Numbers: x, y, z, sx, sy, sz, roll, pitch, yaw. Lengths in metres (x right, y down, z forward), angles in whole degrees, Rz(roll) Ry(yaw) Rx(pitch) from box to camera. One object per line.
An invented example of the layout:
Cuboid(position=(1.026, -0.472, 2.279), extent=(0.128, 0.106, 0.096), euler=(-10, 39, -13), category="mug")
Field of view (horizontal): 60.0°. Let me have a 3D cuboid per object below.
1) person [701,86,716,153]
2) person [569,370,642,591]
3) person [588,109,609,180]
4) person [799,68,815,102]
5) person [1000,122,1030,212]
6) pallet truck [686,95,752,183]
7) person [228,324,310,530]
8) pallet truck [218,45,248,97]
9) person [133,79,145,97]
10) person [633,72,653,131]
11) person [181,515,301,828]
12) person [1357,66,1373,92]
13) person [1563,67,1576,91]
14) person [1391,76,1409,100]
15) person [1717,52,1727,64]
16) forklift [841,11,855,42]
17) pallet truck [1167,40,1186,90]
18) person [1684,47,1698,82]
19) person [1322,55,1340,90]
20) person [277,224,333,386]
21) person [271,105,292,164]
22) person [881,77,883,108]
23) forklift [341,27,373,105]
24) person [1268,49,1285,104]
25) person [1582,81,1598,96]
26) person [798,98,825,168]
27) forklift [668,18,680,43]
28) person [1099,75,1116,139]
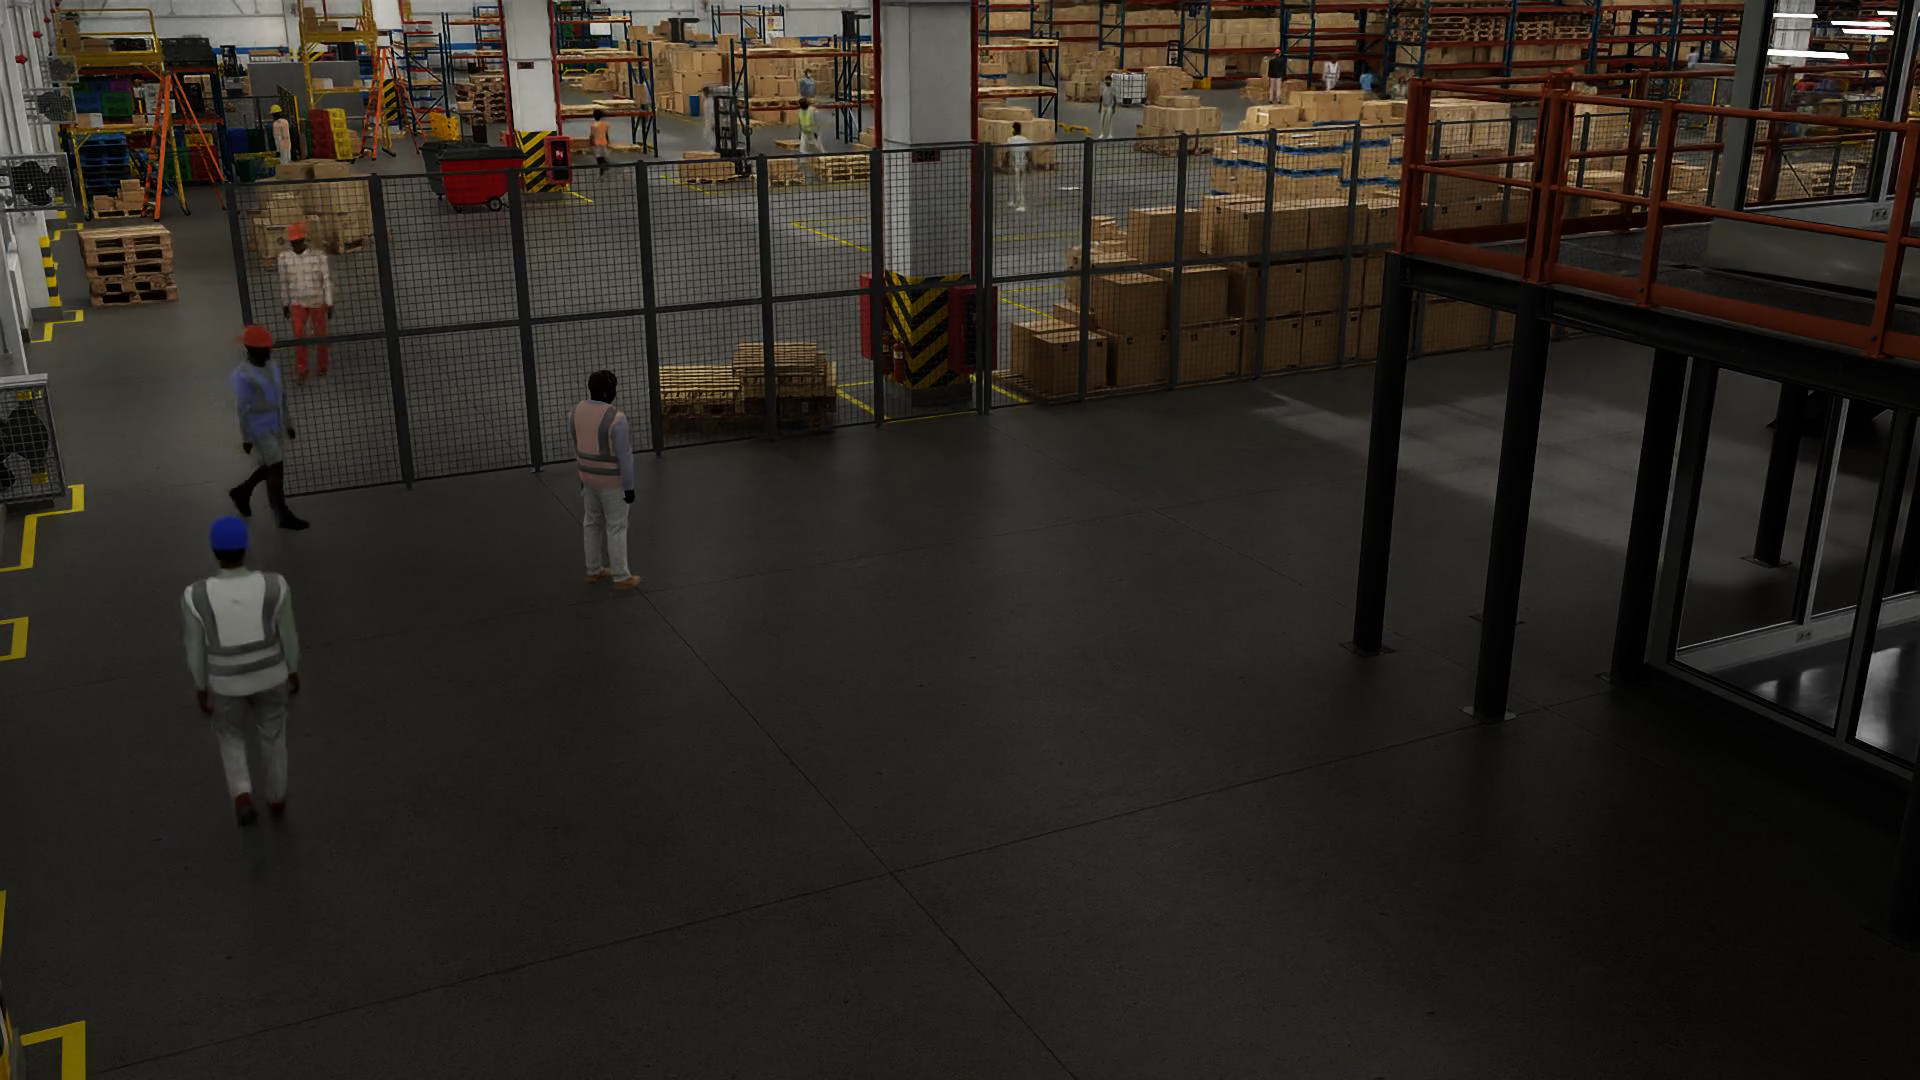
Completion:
Cuboid(position=(-6.660, -11.074, 44.226), extent=(0.437, 1.927, 0.642), euler=(-5, 20, -15), category="person")
Cuboid(position=(-2.908, -0.494, 13.693), extent=(0.624, 1.835, 0.431), euler=(13, 23, 32), category="person")
Cuboid(position=(-8.730, -9.542, 40.146), extent=(0.429, 1.683, 0.536), euler=(13, 23, 34), category="person")
Cuboid(position=(-4.753, -13.793, 52.084), extent=(0.370, 1.934, 0.627), euler=(13, 23, 34), category="person")
Cuboid(position=(1.143, -7.903, 35.181), extent=(0.511, 1.821, 0.979), euler=(-12, 22, -30), category="person")
Cuboid(position=(-5.836, -9.608, 39.856), extent=(0.823, 1.965, 1.885), euler=(10, 22, 27), category="pallet truck")
Cuboid(position=(-6.408, -1.043, 15.157), extent=(0.805, 1.915, 0.545), euler=(4, 19, 11), category="person")
Cuboid(position=(-28.879, -18.665, 66.111), extent=(0.823, 1.965, 1.885), euler=(-3, 19, -9), category="pallet truck")
Cuboid(position=(-25.327, -13.408, 51.428), extent=(0.522, 1.631, 0.324), euler=(7, 20, 19), category="person")
Cuboid(position=(-9.806, -13.598, 51.551), extent=(0.605, 1.908, 0.424), euler=(-8, 20, -21), category="person")
Cuboid(position=(-4.186, 0.801, 9.776), extent=(0.606, 1.936, 0.506), euler=(-9, 21, -24), category="person")
Cuboid(position=(13.989, -15.580, 57.669), extent=(0.544, 1.644, 0.890), euler=(-10, 21, -26), category="person")
Cuboid(position=(19.204, -13.949, 52.530), extent=(0.550, 1.935, 0.375), euler=(-17, 25, -40), category="person")
Cuboid(position=(13.956, -13.874, 52.768), extent=(0.543, 1.623, 0.373), euler=(2, 19, 5), category="person")
Cuboid(position=(31.198, -19.236, 68.332), extent=(0.525, 1.612, 0.621), euler=(-5, 20, -14), category="person")
Cuboid(position=(-5.588, -25.065, 83.329), extent=(1.873, 2.768, 1.129), euler=(-9, 21, -25), category="forklift")
Cuboid(position=(9.045, -19.971, 69.895), extent=(0.823, 1.965, 1.885), euler=(-3, 19, -8), category="pallet truck")
Cuboid(position=(31.546, -20.422, 71.713), extent=(0.537, 1.659, 0.868), euler=(0, 19, 0), category="person")
Cuboid(position=(13.795, -17.116, 61.882), extent=(0.586, 1.835, 0.928), euler=(-3, 19, -9), category="person")
Cuboid(position=(-8.024, -2.869, 20.378), extent=(0.647, 1.950, 0.962), euler=(-3, 19, -8), category="person")
Cuboid(position=(-15.624, -9.048, 38.343), extent=(0.383, 1.924, 0.589), euler=(1, 19, 4), category="person")
Cuboid(position=(-2.285, -13.961, 52.618), extent=(0.656, 1.917, 0.412), euler=(10, 21, 27), category="person")
Cuboid(position=(-22.275, -17.346, 60.954), extent=(1.873, 2.768, 1.129), euler=(-9, 21, -25), category="forklift")
Cuboid(position=(11.856, -17.360, 62.329), extent=(0.623, 1.992, 0.396), euler=(6, 20, 16), category="person")
Cuboid(position=(18.619, -12.748, 49.104), extent=(0.574, 1.889, 0.950), euler=(-6, 20, -16), category="person")
Cuboid(position=(-3.800, -10.407, 42.534), extent=(0.677, 1.779, 0.874), euler=(11, 22, 30), category="person")
Cuboid(position=(-12.289, -21.119, 71.891), extent=(1.873, 2.768, 1.129), euler=(-4, 19, -11), category="forklift")
Cuboid(position=(4.410, -12.954, 49.773), extent=(0.526, 1.859, 0.320), euler=(9, 21, 25), category="person")
